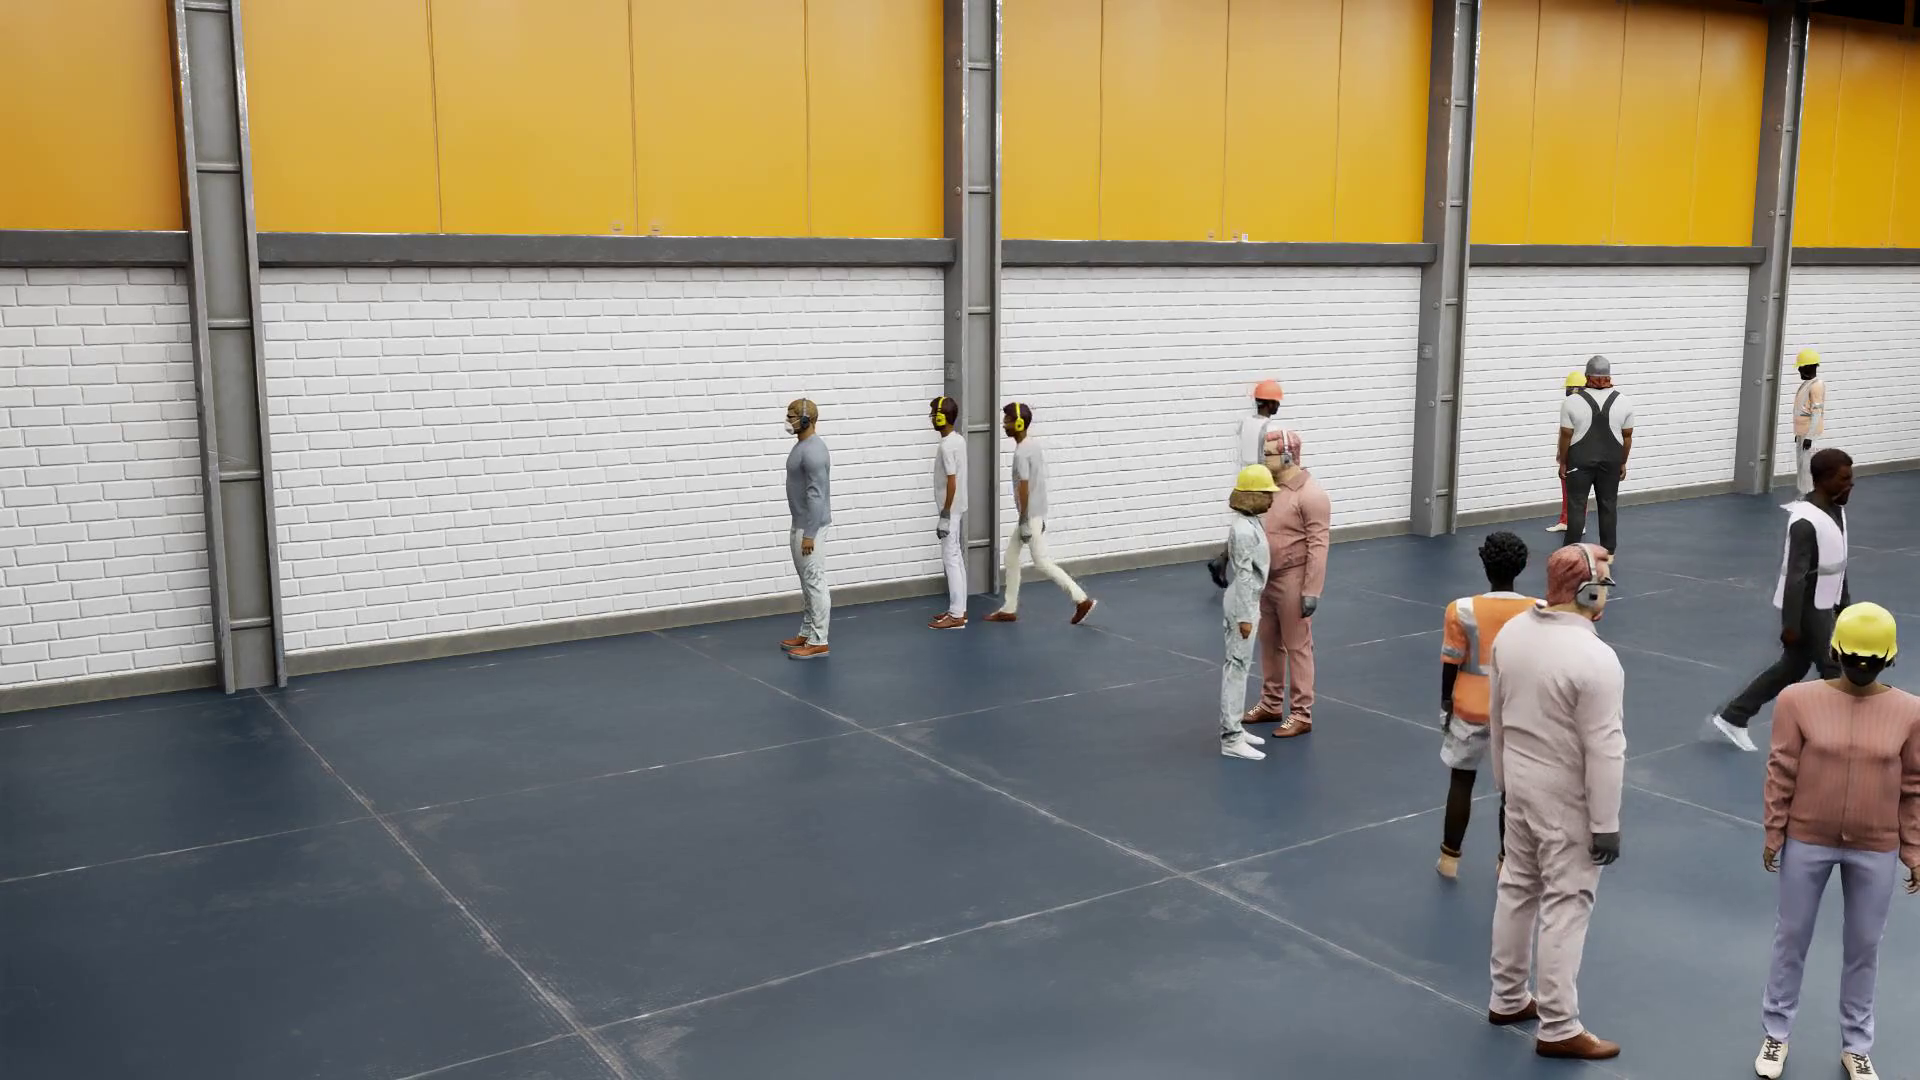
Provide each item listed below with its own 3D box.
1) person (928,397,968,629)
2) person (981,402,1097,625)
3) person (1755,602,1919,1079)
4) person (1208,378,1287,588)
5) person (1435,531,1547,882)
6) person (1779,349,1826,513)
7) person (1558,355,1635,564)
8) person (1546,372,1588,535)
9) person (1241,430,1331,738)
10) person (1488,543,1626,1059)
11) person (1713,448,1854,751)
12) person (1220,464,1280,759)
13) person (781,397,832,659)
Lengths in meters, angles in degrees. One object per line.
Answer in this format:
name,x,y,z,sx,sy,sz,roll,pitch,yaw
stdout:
person,-0.096,-0.216,13.338,0.310,1.864,0.533,1,10,9
person,0.648,-0.199,13.385,0.896,1.832,0.523,1,10,8
person,3.116,1.077,5.872,0.523,1.760,0.325,4,10,21
person,2.596,-0.462,14.651,0.699,1.923,0.545,-5,11,-28
person,2.502,0.796,7.762,0.546,1.697,0.357,2,10,11
person,9.933,-1.276,19.545,0.370,1.924,0.586,2,10,14
person,6.168,-0.784,16.232,0.682,2.000,0.537,1,10,9
person,6.601,-0.927,17.919,0.314,1.769,0.524,-2,10,-14
person,1.987,0.266,10.317,0.401,1.904,0.650,-5,10,-25
person,2.242,0.952,6.182,0.403,1.904,0.651,-3,10,-17
person,4.919,0.387,9.671,0.944,1.883,0.610,7,12,38
person,1.723,0.414,9.904,0.317,1.743,0.488,2,10,13
person,-1.141,-0.091,12.367,0.372,1.940,0.630,-2,10,-14
